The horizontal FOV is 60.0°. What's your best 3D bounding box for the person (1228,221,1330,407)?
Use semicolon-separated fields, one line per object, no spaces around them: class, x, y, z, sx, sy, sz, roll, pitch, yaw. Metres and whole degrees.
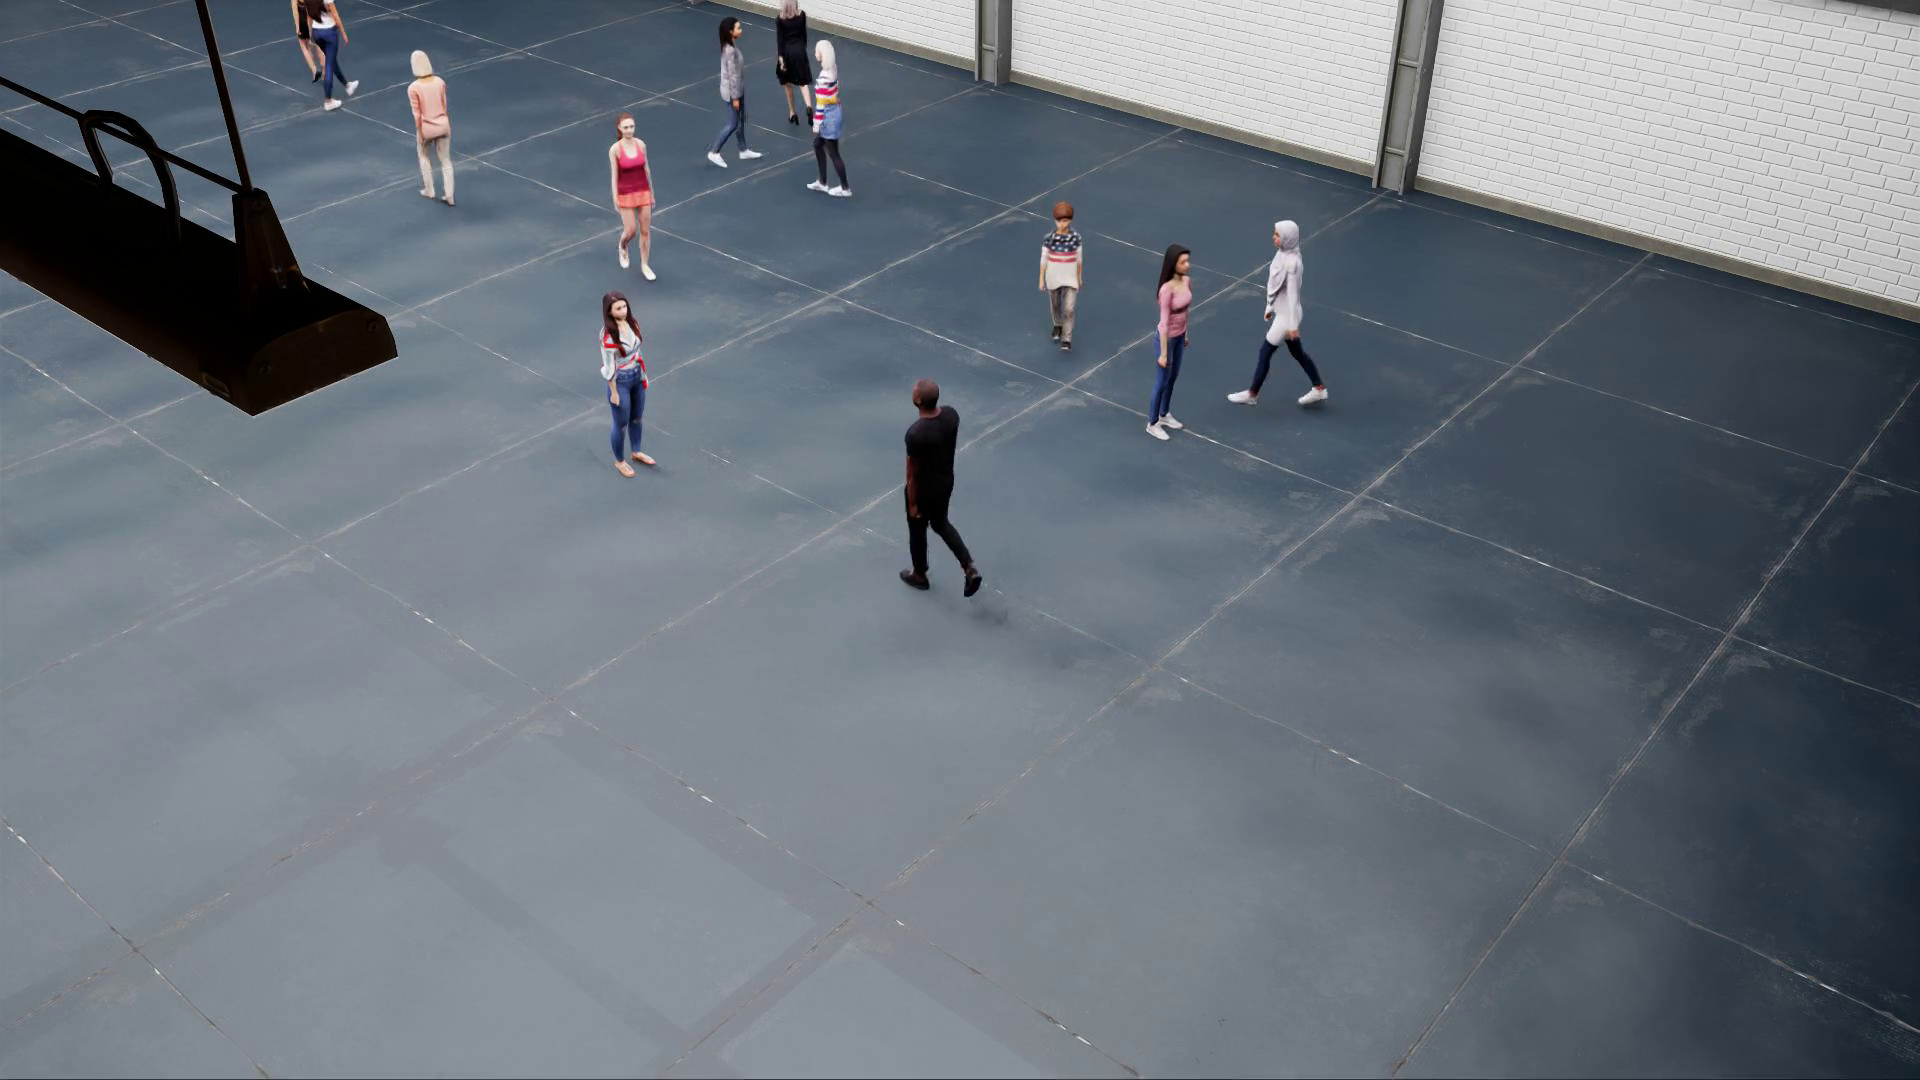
person;2.931;-1.921;14.499;1.199;1.729;1.037;2;34;2

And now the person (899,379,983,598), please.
person;-0.147;-0.333;12.043;1.014;1.803;0.702;27;42;34

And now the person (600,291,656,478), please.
person;-2.754;-1.303;13.675;0.533;1.612;0.615;20;39;27

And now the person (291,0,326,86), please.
person;-8.508;-6.765;21.874;0.603;1.631;0.593;28;42;35

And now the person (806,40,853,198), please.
person;-1.371;-4.690;18.612;0.937;1.787;0.865;5;34;8

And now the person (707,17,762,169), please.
person;-2.720;-5.269;19.536;0.980;1.729;0.953;-7;34;-10

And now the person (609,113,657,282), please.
person;-3.335;-3.514;16.884;0.676;1.742;0.799;-20;39;-28

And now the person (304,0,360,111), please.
person;-8.121;-6.340;21.141;1.048;1.737;0.885;12;36;18

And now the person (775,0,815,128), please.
person;-2.005;-5.876;20.451;0.881;1.727;1.096;-14;36;-21

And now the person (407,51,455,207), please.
person;-5.807;-4.544;18.461;0.680;1.710;0.797;-25;41;-32

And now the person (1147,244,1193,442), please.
person;1.799;-1.706;14.164;0.497;1.742;0.587;22;40;30

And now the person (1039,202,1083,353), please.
person;0.962;-2.521;15.692;0.931;1.407;0.902;3;34;5
